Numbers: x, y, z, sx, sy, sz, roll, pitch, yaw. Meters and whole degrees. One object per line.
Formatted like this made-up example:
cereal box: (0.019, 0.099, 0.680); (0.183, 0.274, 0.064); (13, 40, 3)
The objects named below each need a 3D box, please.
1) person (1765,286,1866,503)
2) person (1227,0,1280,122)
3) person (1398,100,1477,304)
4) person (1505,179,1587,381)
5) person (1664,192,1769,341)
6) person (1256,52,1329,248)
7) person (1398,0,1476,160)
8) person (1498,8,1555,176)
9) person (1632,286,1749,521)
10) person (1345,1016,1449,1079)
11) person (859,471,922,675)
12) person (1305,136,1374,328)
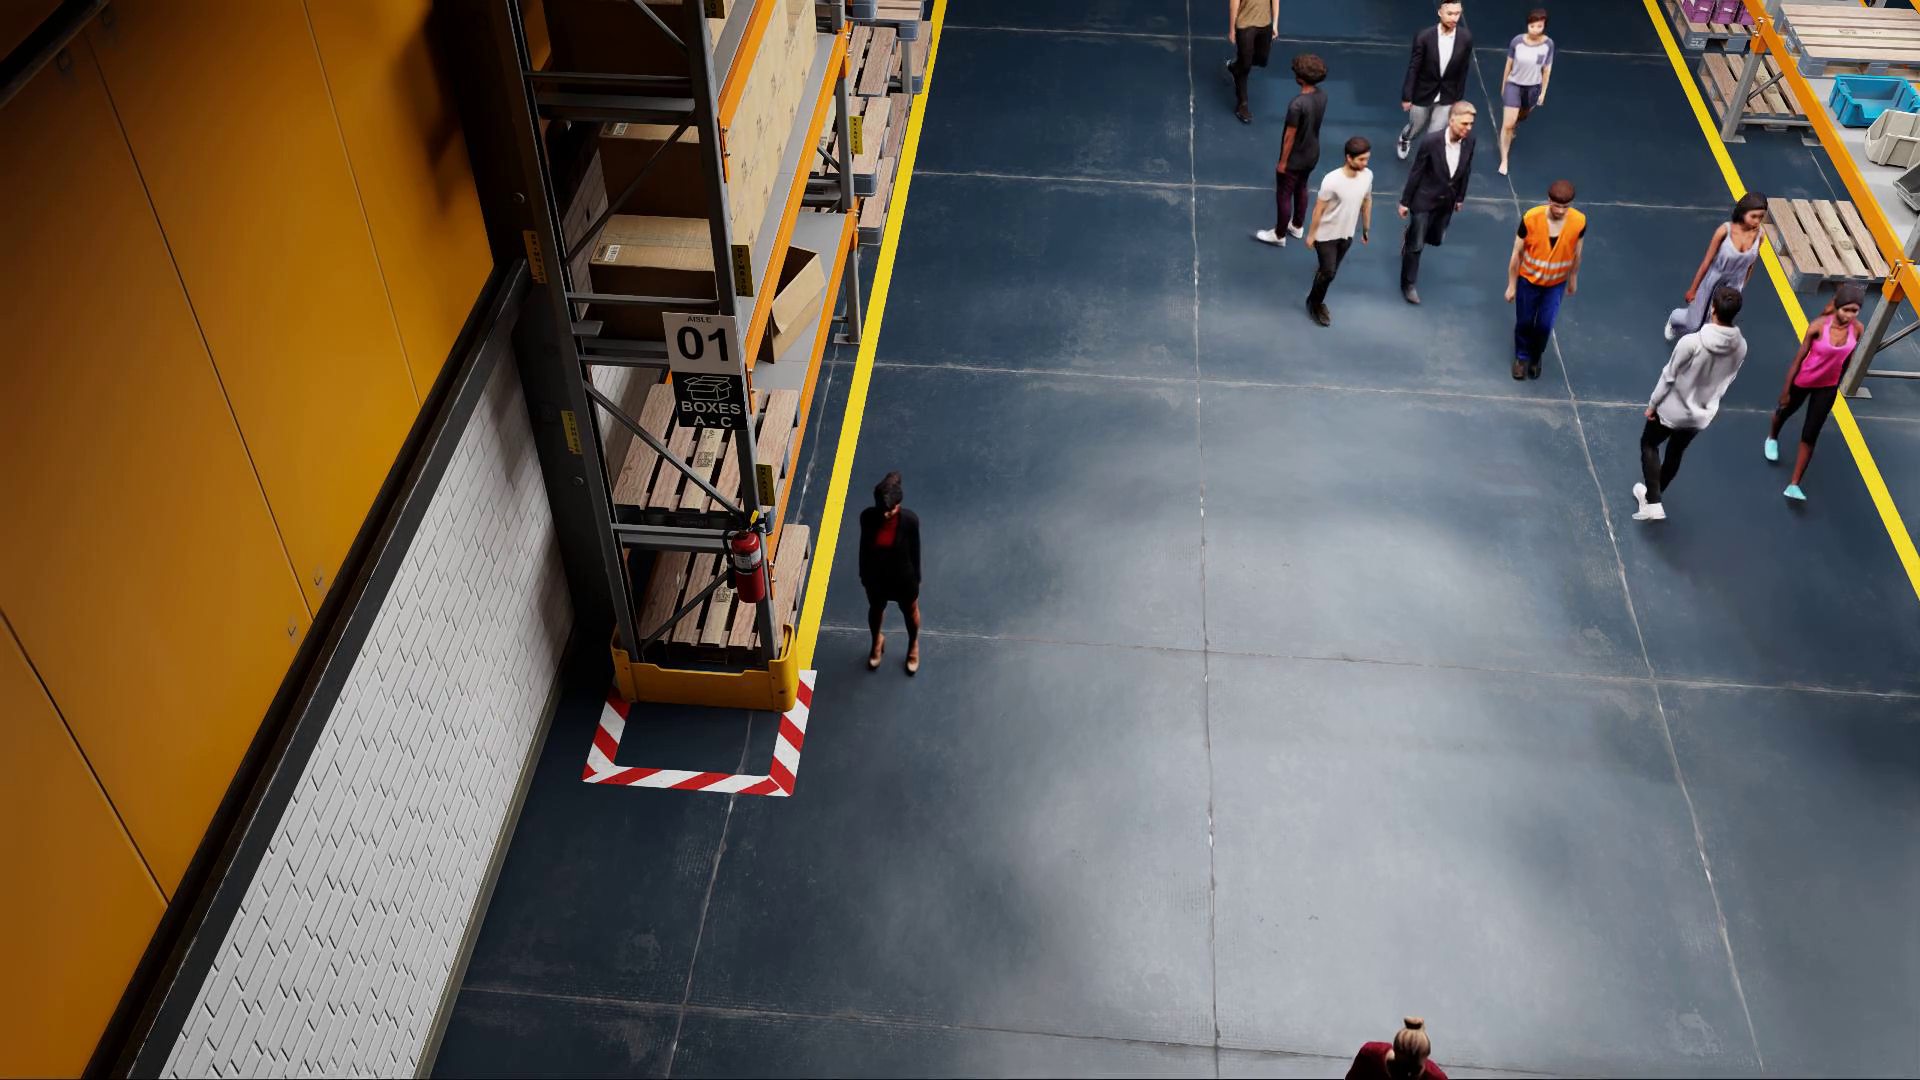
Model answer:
person: (6.247, -1.193, 12.240); (0.676, 1.679, 1.103); (8, 44, 8)
person: (2.808, -5.036, 16.163); (0.905, 1.833, 1.066); (-13, 45, -13)
person: (3.971, -2.918, 13.969); (0.854, 1.790, 1.053); (-2, 44, -2)
person: (4.572, -2.109, 13.073); (0.778, 1.856, 0.785); (8, 44, 9)
person: (5.954, -2.039, 13.129); (0.609, 1.678, 0.889); (4, 44, 4)
person: (2.957, -3.393, 14.477); (0.793, 1.777, 0.708); (33, 53, 30)
person: (4.295, -4.118, 15.126); (0.707, 1.932, 1.011); (2, 44, 2)
person: (5.279, -4.279, 15.588); (0.656, 1.528, 1.061); (7, 44, 8)
person: (5.157, -0.861, 11.726); (0.772, 1.906, 0.868); (-4, 44, -4)
person: (2.066, 2.789, 8.052); (0.699, 1.690, 0.726); (13, 45, 13)
person: (-0.447, 0.244, 10.762); (0.581, 1.637, 0.615); (7, 44, 7)
person: (3.048, -2.600, 13.695); (0.807, 1.709, 0.831); (-21, 48, -21)
